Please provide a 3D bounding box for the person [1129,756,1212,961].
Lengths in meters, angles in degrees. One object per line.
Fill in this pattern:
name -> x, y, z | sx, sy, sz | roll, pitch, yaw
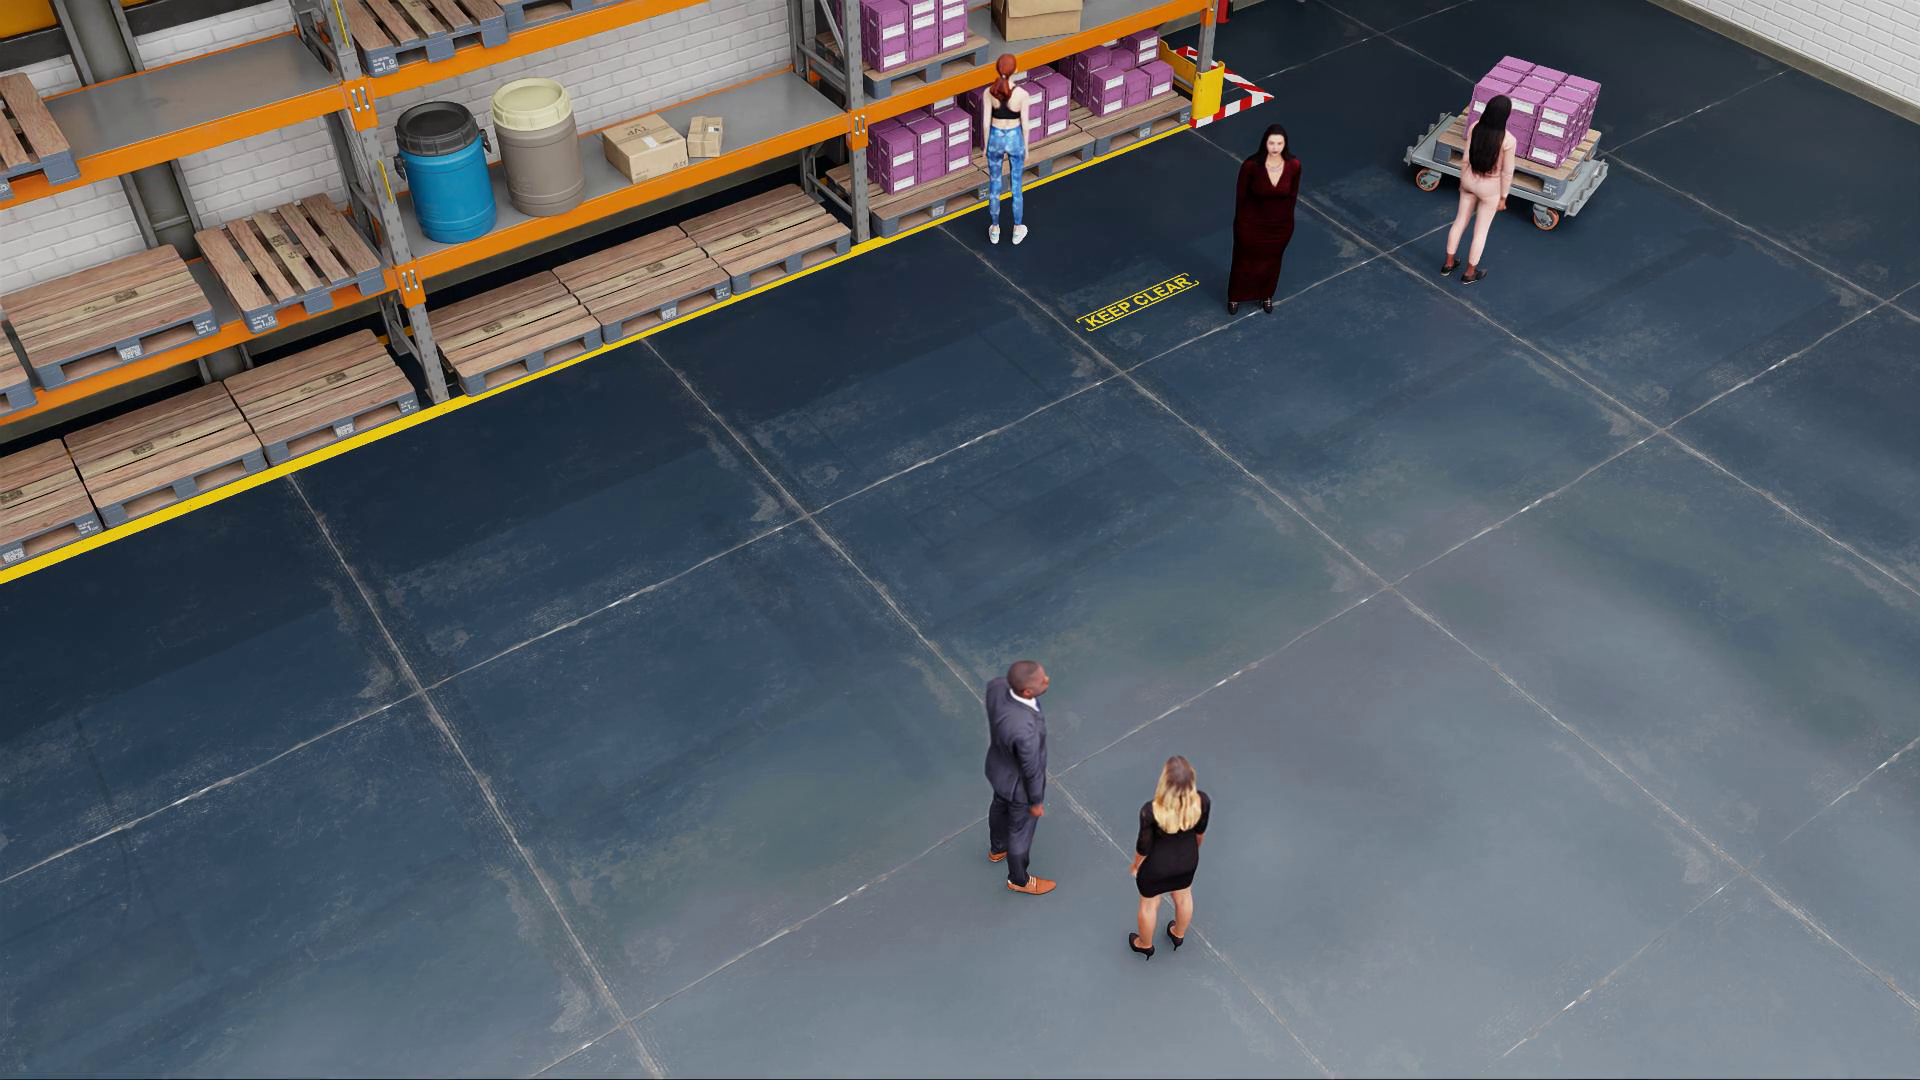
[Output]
person -> 1.134, 1.752, 9.087 | 0.505, 1.676, 0.662 | -11, 45, -12

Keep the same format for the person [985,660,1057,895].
person -> 0.327, 1.320, 9.433 | 0.683, 1.824, 0.755 | -14, 45, -14

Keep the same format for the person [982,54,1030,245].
person -> 0.394, -3.375, 14.390 | 0.679, 1.784, 0.741 | 6, 44, 6

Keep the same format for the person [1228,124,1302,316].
person -> 2.485, -2.615, 13.612 | 0.729, 1.757, 0.832 | -3, 44, -3

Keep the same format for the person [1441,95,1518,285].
person -> 4.382, -2.950, 13.990 | 0.573, 1.722, 0.640 | -32, 52, -29
